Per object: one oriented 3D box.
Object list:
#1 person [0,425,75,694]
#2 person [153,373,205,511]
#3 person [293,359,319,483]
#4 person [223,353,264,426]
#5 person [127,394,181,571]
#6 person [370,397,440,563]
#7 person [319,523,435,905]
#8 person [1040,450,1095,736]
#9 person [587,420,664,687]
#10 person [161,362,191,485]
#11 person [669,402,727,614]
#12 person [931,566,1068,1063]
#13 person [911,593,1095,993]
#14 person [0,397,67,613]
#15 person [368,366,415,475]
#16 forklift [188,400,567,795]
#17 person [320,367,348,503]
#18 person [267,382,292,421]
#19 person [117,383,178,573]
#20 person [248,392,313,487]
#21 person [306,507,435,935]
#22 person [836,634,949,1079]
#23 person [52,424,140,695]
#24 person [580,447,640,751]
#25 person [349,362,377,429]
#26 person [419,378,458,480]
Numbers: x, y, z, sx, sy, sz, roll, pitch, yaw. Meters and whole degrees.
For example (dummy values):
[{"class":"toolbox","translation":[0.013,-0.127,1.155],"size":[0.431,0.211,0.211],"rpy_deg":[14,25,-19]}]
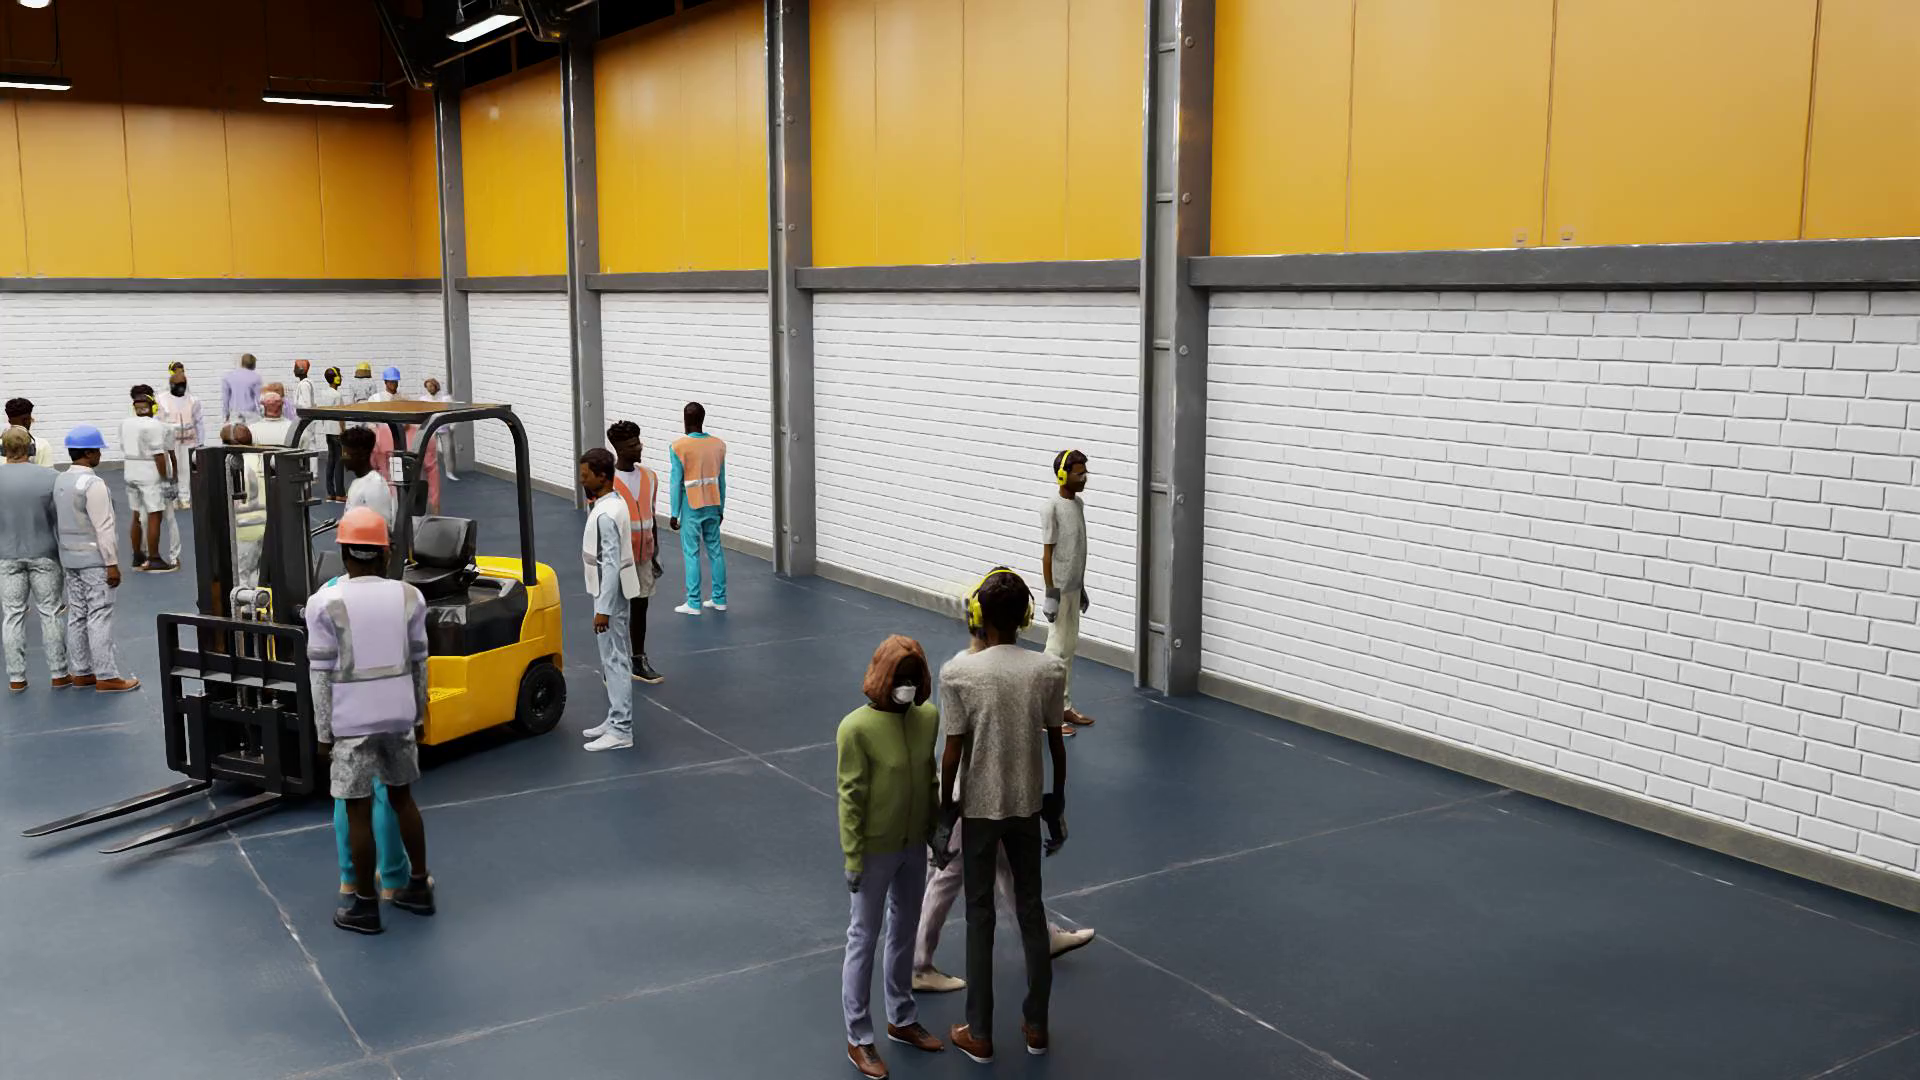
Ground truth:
[{"class":"person","translation":[-6.720,0.142,11.988],"size":[0.632,1.940,0.372],"rpy_deg":[-3,9,-19]},{"class":"person","translation":[-10.326,-1.292,22.040],"size":[0.645,1.820,0.582],"rpy_deg":[-7,11,-40]},{"class":"person","translation":[-9.921,-1.794,25.223],"size":[0.355,1.883,0.574],"rpy_deg":[-3,9,-17]},{"class":"person","translation":[-11.528,-2.035,26.800],"size":[0.685,1.905,0.412],"rpy_deg":[1,8,4]},{"class":"person","translation":[-8.363,-0.590,17.238],"size":[0.510,1.851,0.351],"rpy_deg":[-1,9,-10]},{"class":"person","translation":[-5.140,-0.360,15.416],"size":[0.655,1.921,0.668],"rpy_deg":[-4,9,-24]},{"class":"person","translation":[-2.787,0.799,7.871],"size":[0.516,1.843,0.327],"rpy_deg":[3,9,21]},{"class":"person","translation":[0.706,0.335,10.933],"size":[0.312,1.866,0.538],"rpy_deg":[5,10,29]},{"class":"person","translation":[-2.430,0.104,12.150],"size":[0.361,1.965,0.613],"rpy_deg":[7,11,41]},{"class":"person","translation":[-11.655,-1.724,24.817],"size":[0.310,1.864,0.534],"rpy_deg":[3,9,18]},{"class":"person","translation":[-2.346,-0.286,14.996],"size":[0.387,1.908,0.584],"rpy_deg":[8,12,43]},{"class":"person","translation":[0.150,1.027,6.259],"size":[0.537,1.869,0.314],"rpy_deg":[-3,9,-17]},{"class":"person","translation":[0.165,1.019,6.864],"size":[0.889,1.712,0.513],"rpy_deg":[-1,9,-9]},{"class":"person","translation":[-8.336,-0.291,14.821],"size":[0.614,1.962,0.365],"rpy_deg":[0,8,-2]},{"class":"person","translation":[-7.248,-1.240,21.266],"size":[0.605,1.951,0.380],"rpy_deg":[-6,11,-37]},{"class":"forklift","translation":[-3.529,0.258,10.348],"size":[1.214,2.155,2.313],"rpy_deg":[4,9,25]},{"class":"person","translation":[-8.593,-1.448,22.936],"size":[0.526,1.871,0.324],"rpy_deg":[7,11,40]},{"class":"person","translation":[-9.714,-1.454,23.819],"size":[0.363,1.627,0.515],"rpy_deg":[0,8,2]},{"class":"person","translation":[-8.388,-0.635,17.160],"size":[0.629,1.958,0.401],"rpy_deg":[5,10,28]},{"class":"person","translation":[-6.732,-0.502,16.425],"size":[0.642,1.913,0.408],"rpy_deg":[-5,10,-28]},{"class":"person","translation":[-2.685,0.812,7.580],"size":[0.548,1.918,0.463],"rpy_deg":[-8,11,-41]},{"class":"person","translation":[-0.247,1.153,6.196],"size":[0.279,1.633,0.497],"rpy_deg":[8,12,44]},{"class":"person","translation":[-6.248,0.142,11.955],"size":[0.605,1.948,0.384],"rpy_deg":[5,10,33]},{"class":"person","translation":[-2.224,0.367,10.545],"size":[0.391,1.918,0.593],"rpy_deg":[-2,9,-12]},{"class":"person","translation":[-9.979,-2.122,27.929],"size":[0.483,1.735,0.311],"rpy_deg":[1,8,5]},{"class":"person","translation":[-7.954,-1.677,25.385],"size":[0.531,1.605,0.603],"rpy_deg":[-1,8,-5]}]
